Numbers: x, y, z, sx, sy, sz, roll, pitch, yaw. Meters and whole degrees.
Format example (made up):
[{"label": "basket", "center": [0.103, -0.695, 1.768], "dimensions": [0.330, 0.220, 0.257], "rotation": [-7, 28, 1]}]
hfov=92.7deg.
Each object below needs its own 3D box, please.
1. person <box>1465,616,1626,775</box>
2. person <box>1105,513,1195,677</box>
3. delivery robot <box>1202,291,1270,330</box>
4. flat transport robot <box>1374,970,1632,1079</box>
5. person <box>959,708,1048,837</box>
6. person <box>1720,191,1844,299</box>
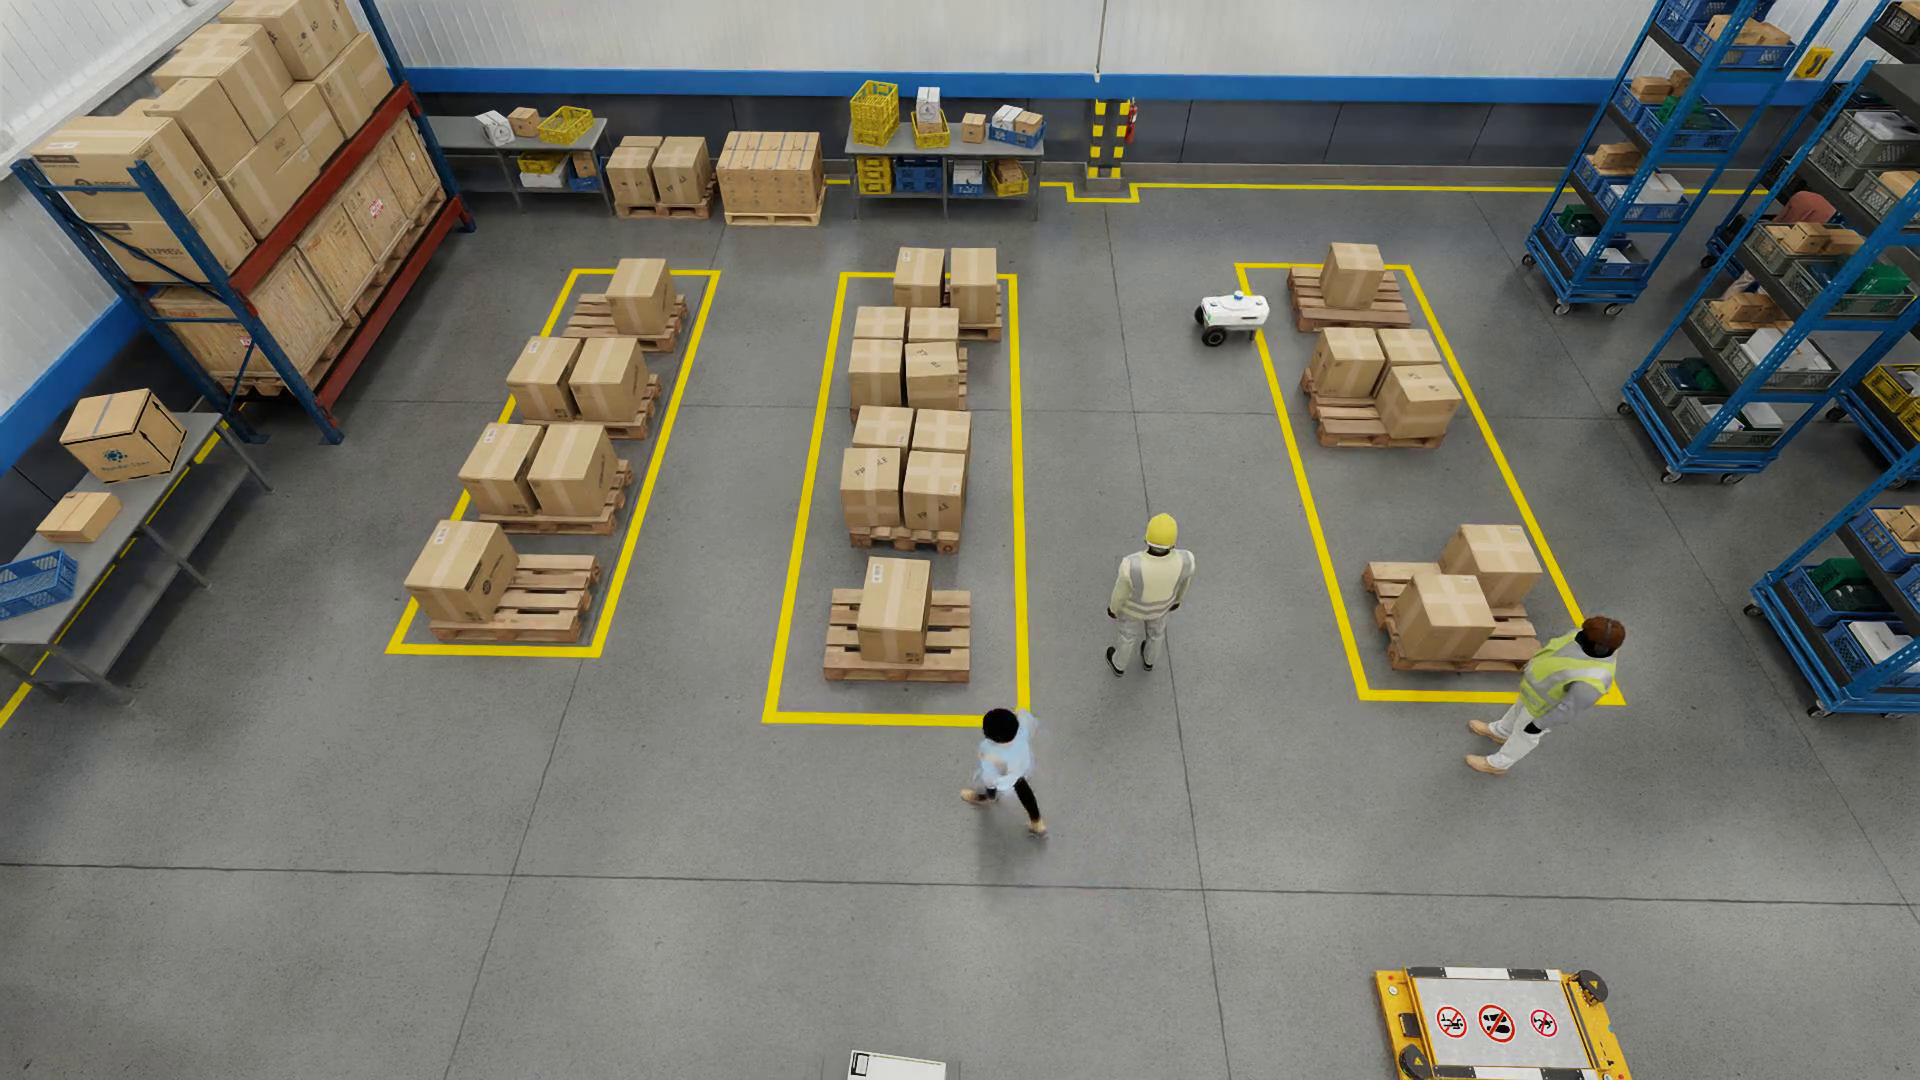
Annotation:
[{"label": "person", "center": [4.181, 1.110, 6.560], "dimensions": [0.429, 1.840, 0.624], "rotation": [20, 54, 16]}, {"label": "person", "center": [1.435, 0.455, 7.099], "dimensions": [0.600, 1.826, 0.404], "rotation": [-8, 51, -6]}, {"label": "delivery robot", "center": [3.096, -2.576, 10.328], "dimensions": [0.707, 0.478, 0.477], "rotation": [-2, 51, -1]}, {"label": "flat transport robot", "center": [3.501, 3.133, 5.914], "dimensions": [1.431, 0.197, 0.652], "rotation": [1, 51, 1]}, {"label": "person", "center": [0.321, 1.583, 6.295], "dimensions": [0.711, 1.662, 0.539], "rotation": [35, 59, 25]}, {"label": "person", "center": [8.896, -3.074, 9.881], "dimensions": [0.409, 1.981, 0.627], "rotation": [-17, 53, -13]}]
